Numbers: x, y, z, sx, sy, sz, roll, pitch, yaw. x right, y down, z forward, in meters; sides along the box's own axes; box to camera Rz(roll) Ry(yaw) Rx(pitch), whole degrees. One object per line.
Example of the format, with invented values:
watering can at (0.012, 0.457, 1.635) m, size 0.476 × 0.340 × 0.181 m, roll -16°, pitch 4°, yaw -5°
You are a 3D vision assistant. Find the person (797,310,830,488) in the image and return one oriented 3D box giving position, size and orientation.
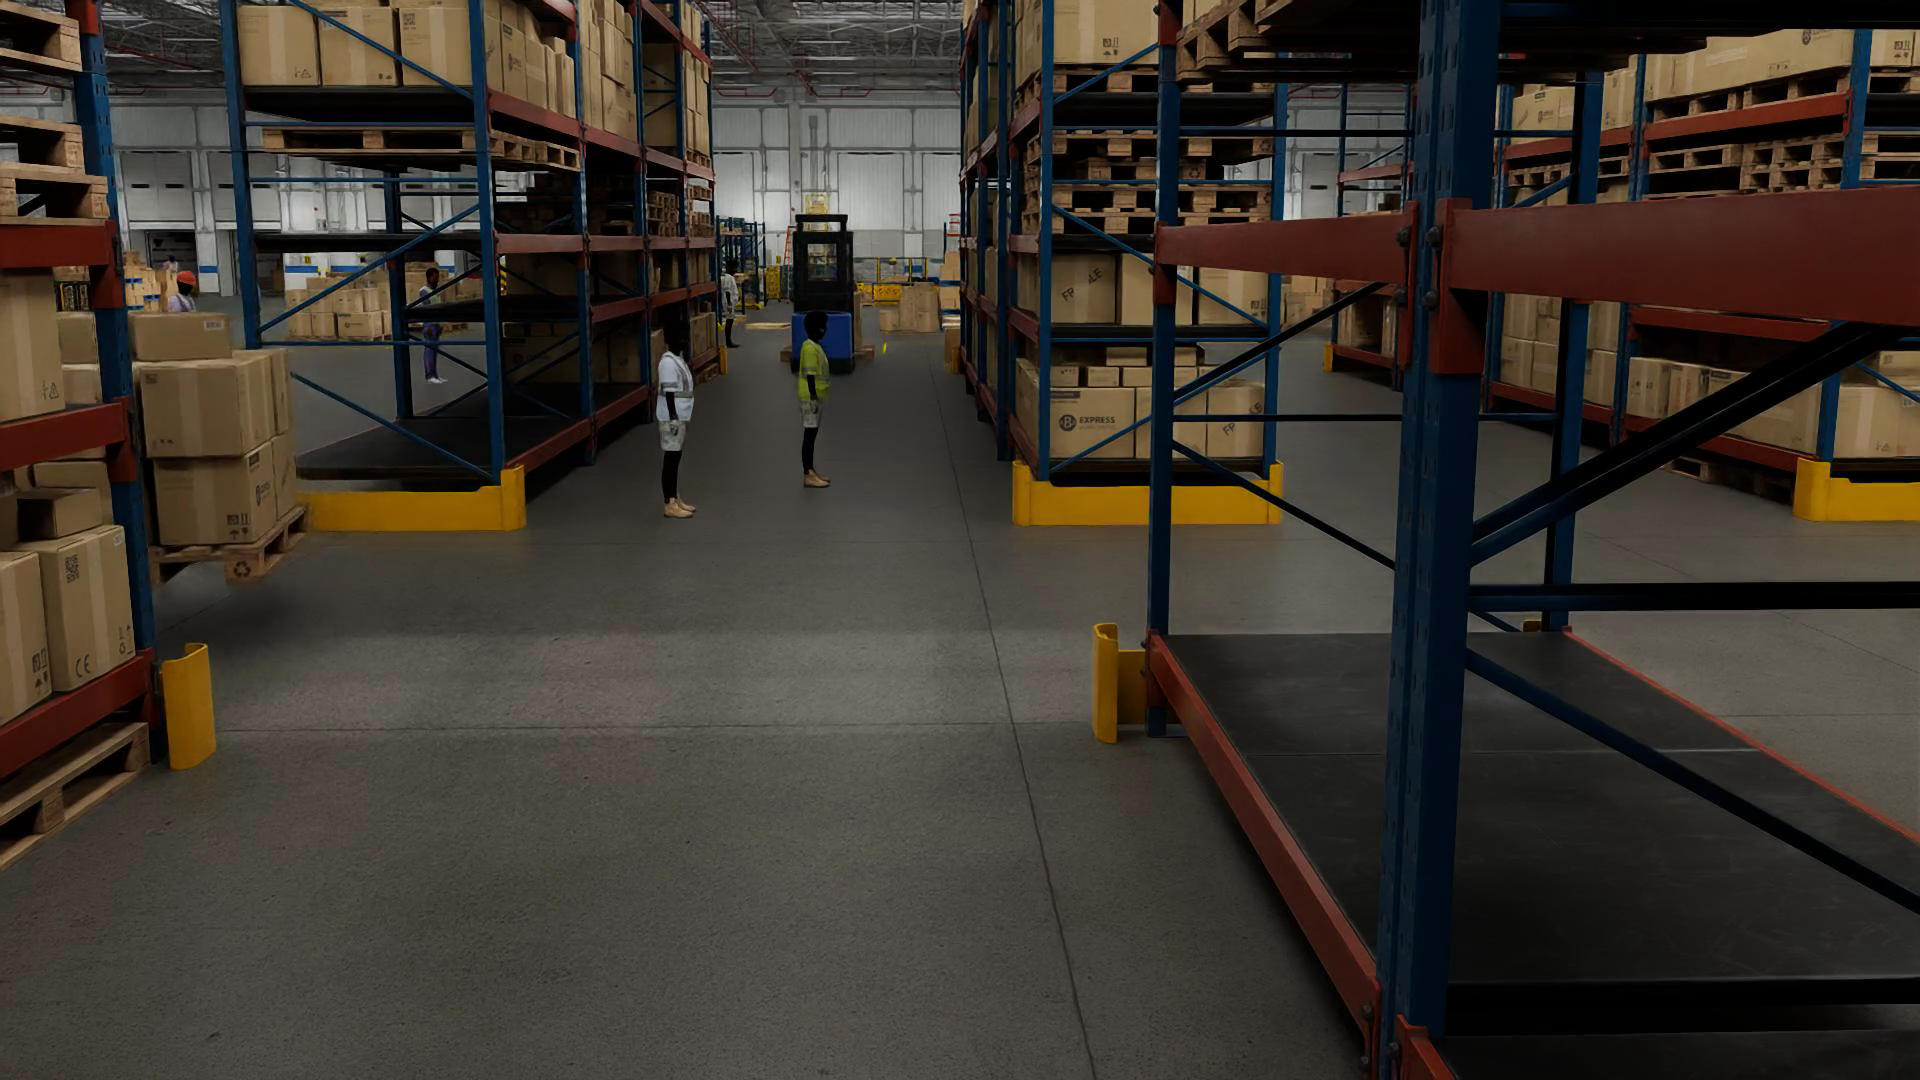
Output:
person at (-1.400, -1.349, 15.946) m, size 0.320 × 1.692 × 0.532 m, roll 0°, pitch 10°, yaw -1°

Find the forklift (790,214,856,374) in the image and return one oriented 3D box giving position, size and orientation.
forklift at (-2.453, -4.412, 29.701) m, size 1.129 × 2.768 × 1.873 m, roll 0°, pitch 10°, yaw -2°

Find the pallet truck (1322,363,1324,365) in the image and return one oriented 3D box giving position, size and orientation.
pallet truck at (7.712, -4.157, 30.737) m, size 1.885 × 1.965 × 0.823 m, roll 3°, pitch 11°, yaw 16°

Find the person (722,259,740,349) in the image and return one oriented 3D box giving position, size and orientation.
person at (-5.039, -5.189, 36.597) m, size 0.379 × 1.959 × 0.603 m, roll 0°, pitch 10°, yaw -1°

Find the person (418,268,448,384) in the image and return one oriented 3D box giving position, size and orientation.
person at (-8.765, -3.548, 27.583) m, size 0.391 × 1.914 × 0.587 m, roll 0°, pitch 10°, yaw -1°

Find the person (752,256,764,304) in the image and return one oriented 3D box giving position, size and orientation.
person at (-7.668, -9.722, 62.244) m, size 0.755 × 1.822 × 0.524 m, roll 4°, pitch 11°, yaw 22°

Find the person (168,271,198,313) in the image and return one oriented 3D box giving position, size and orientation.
person at (-11.138, -2.912, 24.000) m, size 0.373 × 1.928 × 0.543 m, roll 0°, pitch 10°, yaw -1°

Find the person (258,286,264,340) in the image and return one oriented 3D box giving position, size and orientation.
person at (-16.726, -5.561, 39.394) m, size 0.320 × 1.697 × 0.532 m, roll 0°, pitch 10°, yaw -1°

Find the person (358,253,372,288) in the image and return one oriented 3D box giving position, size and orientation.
person at (-22.106, -9.700, 61.840) m, size 0.595 × 1.911 × 0.613 m, roll 7°, pitch 12°, yaw 34°

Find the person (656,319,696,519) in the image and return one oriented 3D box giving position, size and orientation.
person at (-2.425, -1.034, 14.190) m, size 0.320 × 1.692 × 0.532 m, roll 0°, pitch 10°, yaw -1°

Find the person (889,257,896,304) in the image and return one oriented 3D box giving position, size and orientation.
person at (-2.523, -9.823, 63.007) m, size 0.296 × 1.745 × 0.484 m, roll 0°, pitch 10°, yaw -1°

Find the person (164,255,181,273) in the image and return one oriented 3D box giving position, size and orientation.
person at (-32.451, -10.837, 68.515) m, size 0.630 × 1.813 × 0.907 m, roll -10°, pitch 14°, yaw -44°

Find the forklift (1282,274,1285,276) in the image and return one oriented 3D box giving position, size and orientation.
forklift at (12.240, -10.302, 62.509) m, size 1.129 × 2.768 × 1.873 m, roll 0°, pitch 10°, yaw -2°
